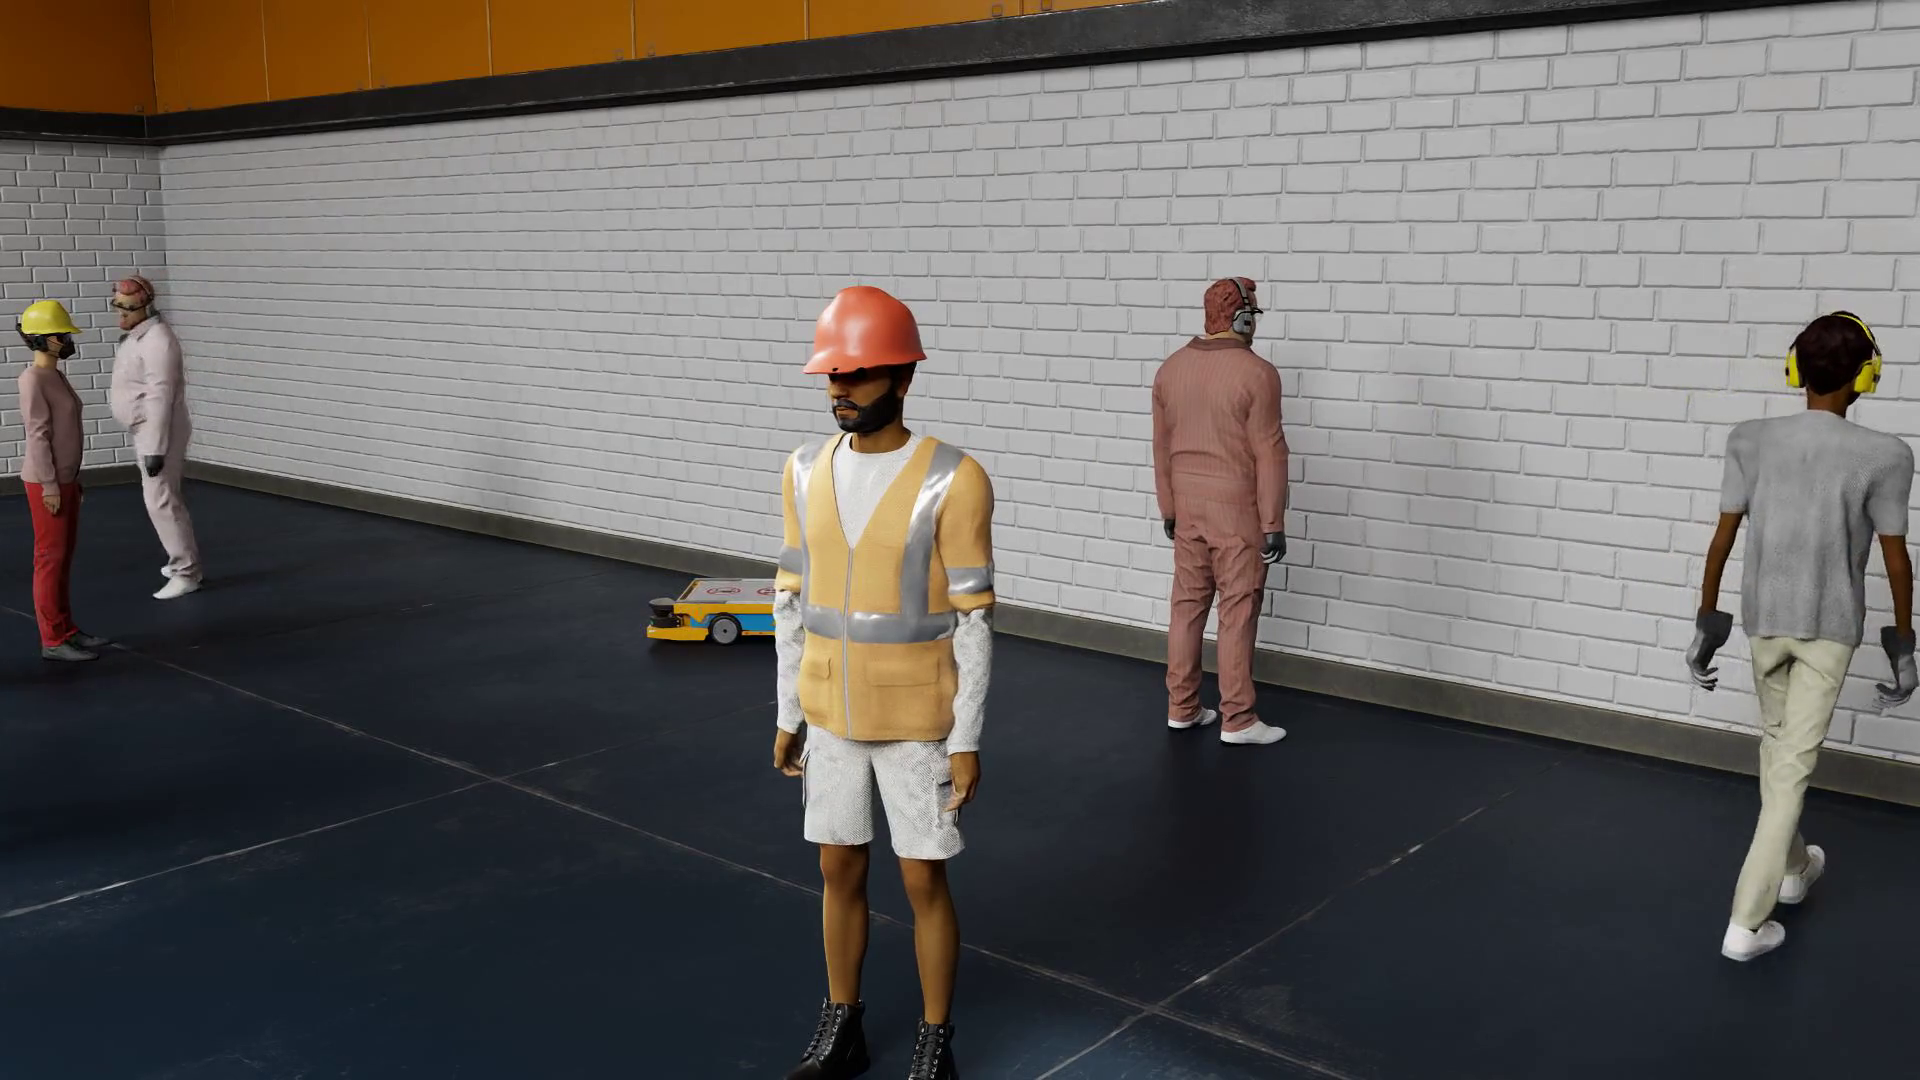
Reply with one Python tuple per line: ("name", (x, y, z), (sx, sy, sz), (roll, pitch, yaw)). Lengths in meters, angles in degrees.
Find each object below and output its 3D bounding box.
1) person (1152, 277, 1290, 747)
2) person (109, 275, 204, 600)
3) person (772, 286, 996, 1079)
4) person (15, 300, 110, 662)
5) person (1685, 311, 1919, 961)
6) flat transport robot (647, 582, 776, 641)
("person", (1.089, -0.114, 6.812), (0.408, 1.906, 0.652), (-8, 13, -39))
("person", (-4.669, -0.595, 9.670), (0.470, 1.870, 0.776), (-6, 12, -31))
("person", (-0.198, 0.396, 3.818), (0.552, 1.937, 0.356), (5, 11, 26))
("person", (-4.439, -0.289, 8.205), (0.315, 1.769, 0.524), (-3, 10, -16))
("person", (2.508, 0.262, 4.850), (0.898, 1.834, 0.555), (-8, 13, -39))
("flat transport robot", (-0.877, 0.361, 8.762), (1.431, 0.197, 0.652), (0, 10, 0))
